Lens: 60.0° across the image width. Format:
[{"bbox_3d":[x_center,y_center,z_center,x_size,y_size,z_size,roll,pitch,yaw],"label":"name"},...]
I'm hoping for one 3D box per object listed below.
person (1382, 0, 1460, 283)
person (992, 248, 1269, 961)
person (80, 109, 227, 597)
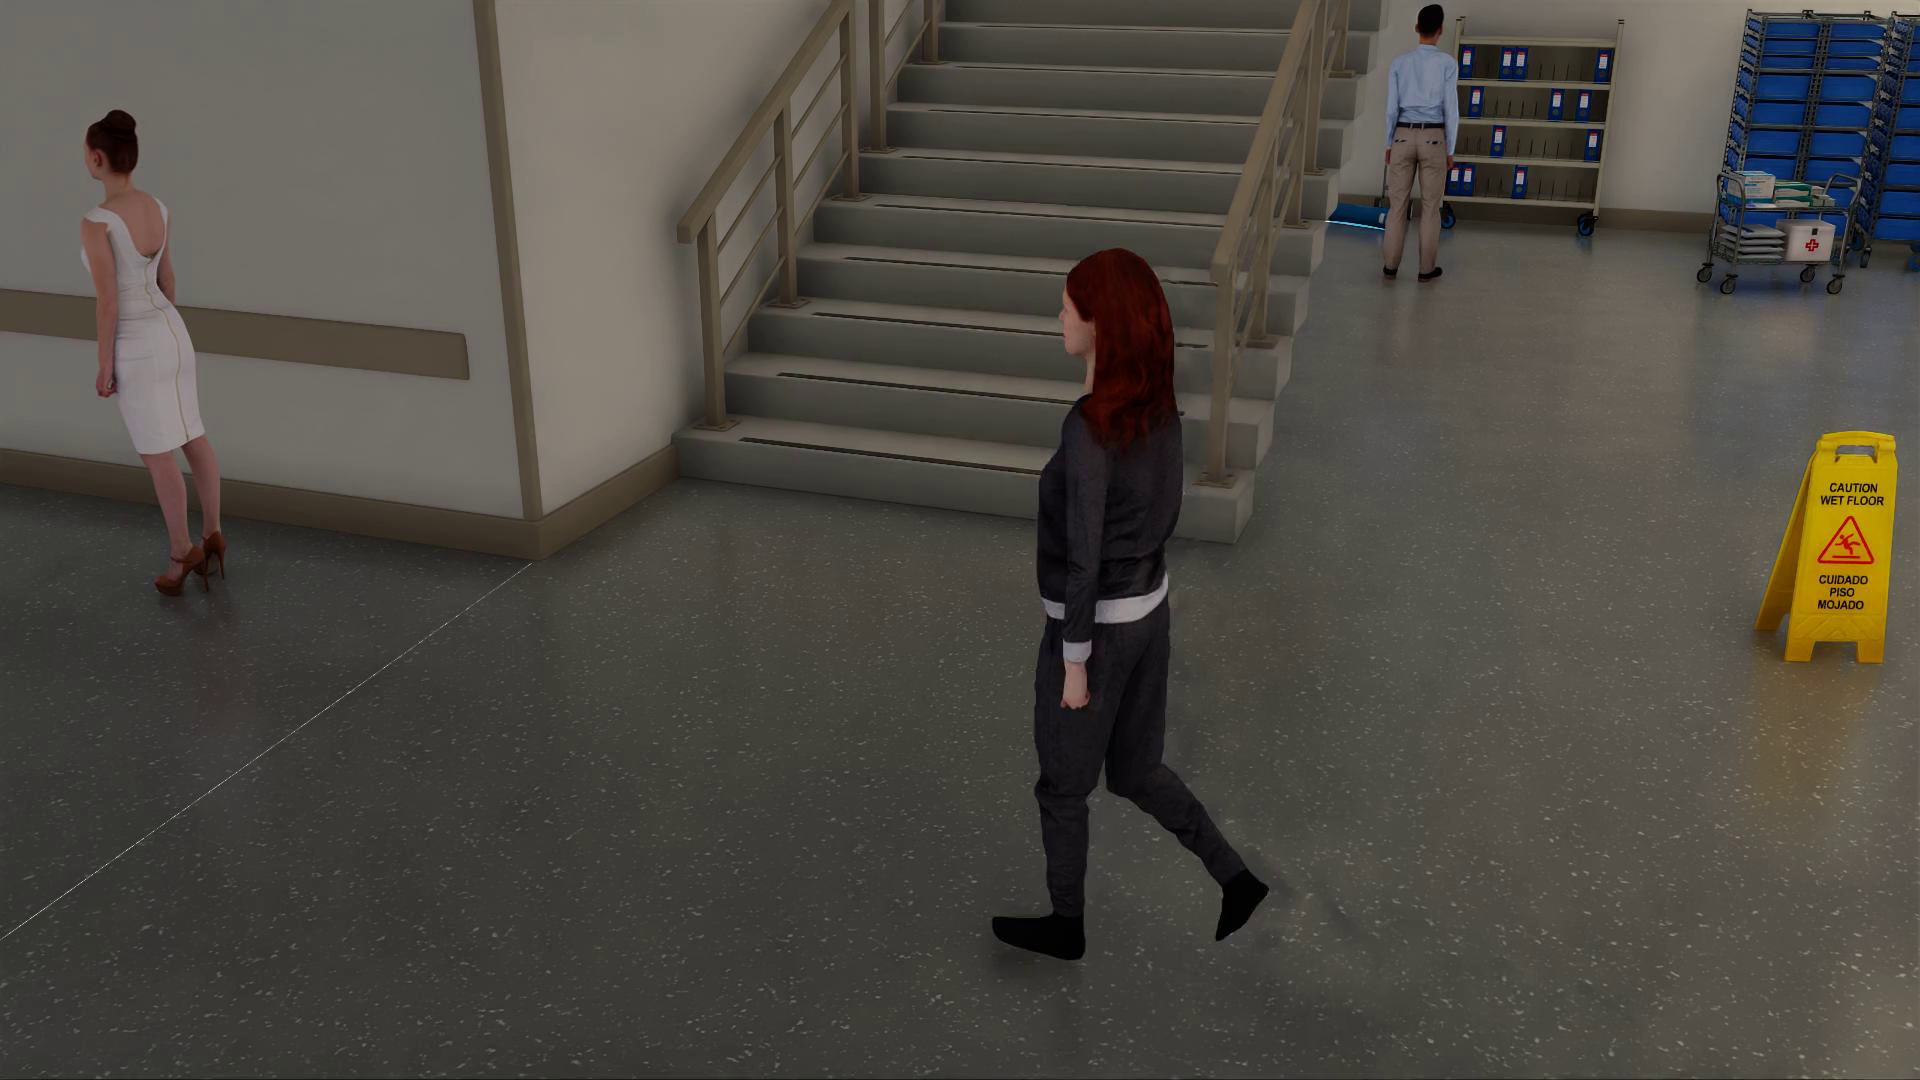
[{"bbox_3d":[3.159,-2.716,11.434,0.643,1.848,0.605,9,22,21],"label":"person"},{"bbox_3d":[0.409,0.232,3.769,0.743,1.763,0.884,11,24,28],"label":"person"},{"bbox_3d":[-2.957,-0.662,6.091,0.652,1.791,0.445,5,21,14],"label":"person"}]
